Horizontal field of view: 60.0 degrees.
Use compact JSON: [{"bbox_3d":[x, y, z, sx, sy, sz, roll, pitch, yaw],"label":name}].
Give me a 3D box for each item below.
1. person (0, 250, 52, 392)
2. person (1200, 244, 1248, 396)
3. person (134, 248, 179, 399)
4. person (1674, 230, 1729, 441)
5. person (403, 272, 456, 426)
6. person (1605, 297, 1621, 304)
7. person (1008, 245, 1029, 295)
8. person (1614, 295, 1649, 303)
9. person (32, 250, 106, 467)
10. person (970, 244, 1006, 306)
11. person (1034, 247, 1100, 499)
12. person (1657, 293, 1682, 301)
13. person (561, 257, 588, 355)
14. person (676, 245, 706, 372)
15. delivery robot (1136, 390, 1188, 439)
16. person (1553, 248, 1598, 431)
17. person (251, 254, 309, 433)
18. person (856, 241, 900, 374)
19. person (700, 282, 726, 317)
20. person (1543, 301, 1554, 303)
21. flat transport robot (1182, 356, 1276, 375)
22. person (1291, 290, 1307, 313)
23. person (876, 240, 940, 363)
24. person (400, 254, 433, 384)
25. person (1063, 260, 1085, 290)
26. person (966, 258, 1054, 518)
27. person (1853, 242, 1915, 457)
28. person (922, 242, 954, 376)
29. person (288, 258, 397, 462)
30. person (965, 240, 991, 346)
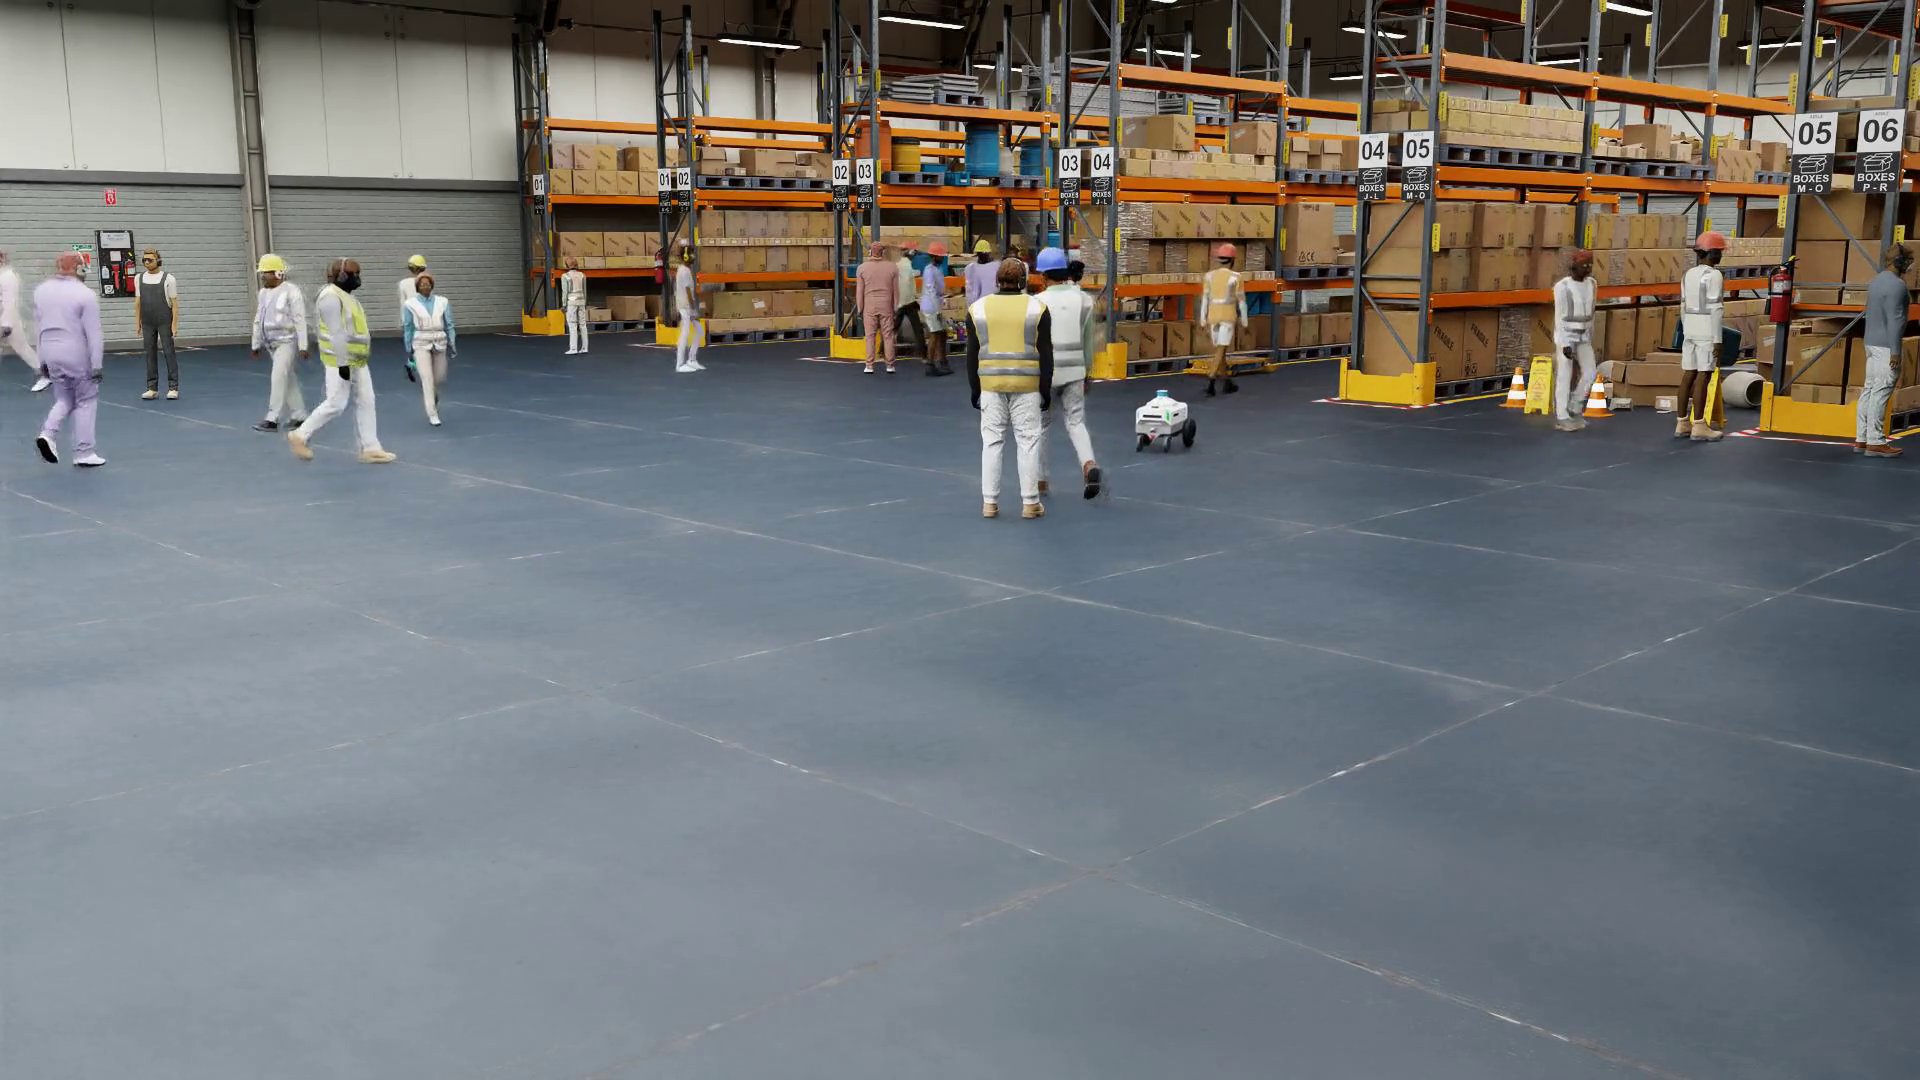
[{"bbox_3d":[-12.177,-2.802,21.241,0.651,1.859,1.035,7,13,35],"label":"person"},{"bbox_3d":[3.299,-2.772,20.957,0.559,1.897,0.965,8,13,37],"label":"person"},{"bbox_3d":[-9.870,-2.655,20.439,0.508,1.846,0.345,-1,10,-5],"label":"person"},{"bbox_3d":[7.346,-2.020,16.427,0.366,2.047,0.609,-2,10,-8],"label":"person"},{"bbox_3d":[-5.703,-2.066,17.837,0.513,1.614,0.742,-8,13,-36],"label":"person"},{"bbox_3d":[11.794,-4.258,29.795,0.400,1.626,0.506,-10,14,-42],"label":"person"},{"bbox_3d":[1.040,-3.967,27.595,0.590,1.845,0.556,-7,13,-34],"label":"person"},{"bbox_3d":[11.055,-3.951,27.467,0.714,1.863,0.584,-10,14,-44],"label":"person"},{"bbox_3d":[-7.714,-1.558,14.374,0.653,1.876,0.535,2,11,12],"label":"person"},{"bbox_3d":[0.494,-3.218,23.448,0.648,1.874,1.041,8,13,38],"label":"person"},{"bbox_3d":[0.775,-1.258,12.630,0.618,1.920,0.828,-4,11,-20],"label":"person"},{"bbox_3d":[14.453,-5.110,33.755,0.642,1.876,0.850,7,12,32],"label":"person"},{"bbox_3d":[-6.503,-3.949,28.057,0.314,1.639,0.516,8,13,36],"label":"person"},{"bbox_3d":[-3.953,-3.398,24.485,0.585,1.851,0.522,-1,10,-3],"label":"person"},{"bbox_3d":[1.916,-1.177,15.760,0.477,0.478,0.707,4,11,22],"label":"delivery robot"},{"bbox_3d":[6.300,-2.044,17.051,0.607,1.863,0.454,-5,11,-24],"label":"person"},{"bbox_3d":[-7.011,-1.983,16.888,0.629,1.798,0.824,7,13,34],"label":"person"},{"bbox_3d":[-1.198,-3.380,24.224,0.639,1.910,0.407,-2,11,-8],"label":"person"},{"bbox_3d":[-5.088,-5.149,34.109,0.607,1.818,0.611,3,11,17],"label":"person"},{"bbox_3d":[11.138,-4.650,31.163,0.546,1.915,0.884,9,14,40],"label":"person"},{"bbox_3d":[3.942,-2.552,24.287,0.652,0.197,1.431,10,14,43],"label":"flat transport robot"},{"bbox_3d":[8.541,-6.635,41.973,0.584,1.902,0.611,3,11,17],"label":"person"},{"bbox_3d":[-0.855,-3.777,26.354,1.010,1.939,0.612,-3,11,-16],"label":"person"},{"bbox_3d":[-7.285,-2.948,22.299,0.532,1.747,0.611,4,11,21],"label":"person"},{"bbox_3d":[1.418,-2.852,21.977,0.482,1.671,0.580,-2,11,-11],"label":"person"},{"bbox_3d":[0.362,-1.082,11.873,0.625,1.844,0.429,2,11,11],"label":"person"},{"bbox_3d":[8.469,-1.744,15.218,0.355,1.936,0.636,2,11,11],"label":"person"},{"bbox_3d":[-0.329,-3.322,23.902,0.408,1.910,0.596,3,11,18],"label":"person"},{"bbox_3d":[-5.491,-1.577,14.659,0.825,1.811,0.614,0,10,2],"label":"person"},{"bbox_3d":[0.324,-3.523,24.950,0.589,1.927,0.388,-10,14,-44],"label":"person"}]
